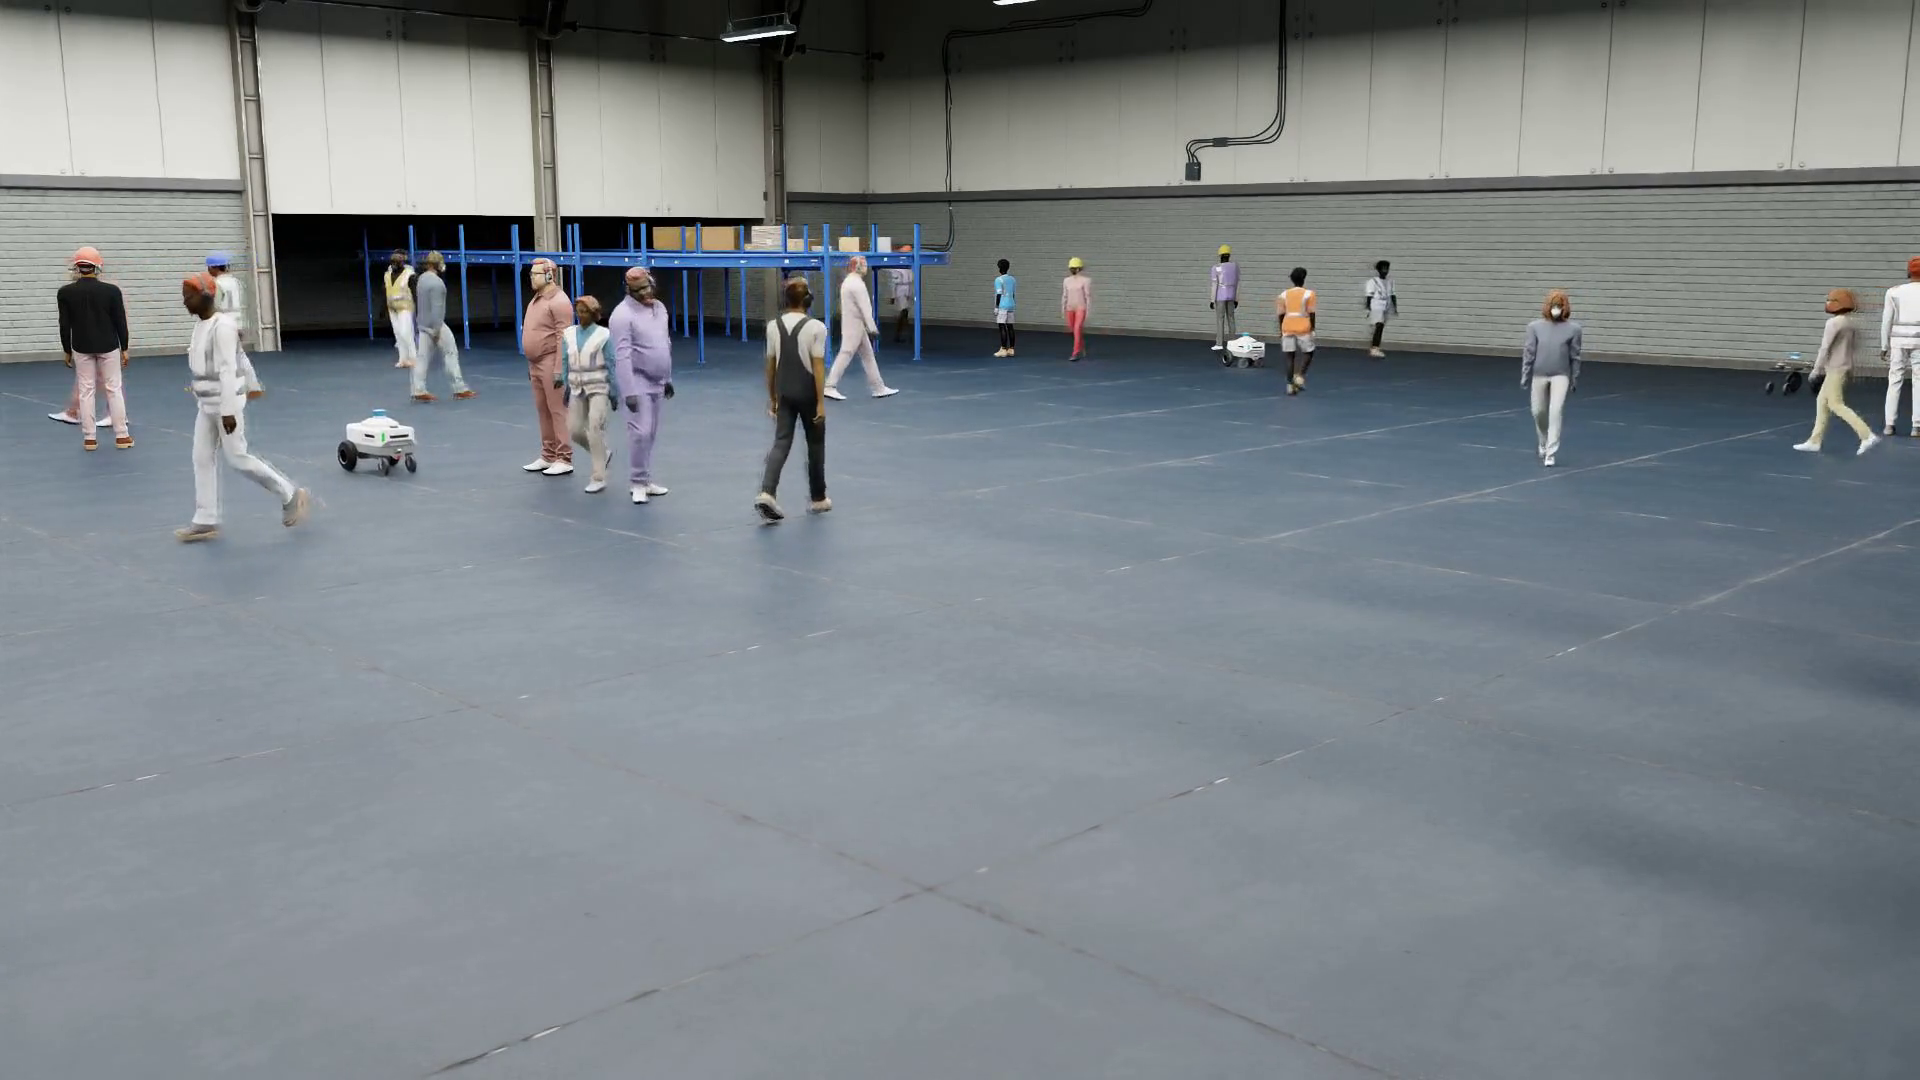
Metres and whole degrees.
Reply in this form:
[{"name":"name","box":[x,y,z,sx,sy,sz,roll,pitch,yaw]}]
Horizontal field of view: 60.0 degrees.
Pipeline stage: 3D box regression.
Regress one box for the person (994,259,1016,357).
[{"name":"person","box":[0.775,-4.056,29.078,0.317,1.696,0.540,8,13,36]}]

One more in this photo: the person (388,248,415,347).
[{"name":"person","box":[-10.622,-4.610,31.670,0.513,1.861,0.315,-6,12,-30]}]

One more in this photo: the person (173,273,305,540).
[{"name":"person","box":[-5.139,-0.951,11.722,0.598,1.859,0.836,10,14,44]}]

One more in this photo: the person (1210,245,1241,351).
[{"name":"person","box":[4.880,-4.465,30.685,0.585,1.927,0.366,-4,11,-21]}]

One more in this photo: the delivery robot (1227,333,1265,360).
[{"name":"delivery robot","box":[4.626,-3.108,26.891,0.477,0.478,0.707,-4,11,-21]}]

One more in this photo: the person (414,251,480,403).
[{"name":"person","box":[-6.608,-2.716,21.231,0.929,1.899,0.646,-9,14,-40]}]

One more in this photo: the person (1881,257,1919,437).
[{"name":"person","box":[10.092,-2.052,17.653,0.576,1.881,0.354,8,13,38]}]

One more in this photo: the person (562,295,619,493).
[{"name":"person","box":[-3.042,-1.228,13.852,0.523,1.620,0.471,4,11,23]}]

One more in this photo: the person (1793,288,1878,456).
[{"name":"person","box":[8.553,-1.630,16.115,0.745,1.604,0.500,10,14,43]}]

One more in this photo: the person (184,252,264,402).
[{"name":"person","box":[-9.396,-2.696,21.141,1.011,1.891,0.609,-1,10,-8]}]

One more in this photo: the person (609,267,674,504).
[{"name":"person","box":[-2.531,-1.237,13.277,0.473,1.865,0.715,4,11,22]}]

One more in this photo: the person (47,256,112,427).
[{"name":"person","box":[-9.701,-2.177,18.332,0.804,1.873,0.675,-4,11,-22]}]

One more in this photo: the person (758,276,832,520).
[{"name":"person","box":[-1.246,-1.065,12.472,0.518,1.816,0.908,4,11,22]}]

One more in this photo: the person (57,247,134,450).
[{"name":"person","box":[-8.573,-1.899,16.508,0.609,1.996,0.379,-3,11,-18]}]

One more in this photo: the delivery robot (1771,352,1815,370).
[{"name":"delivery robot","box":[11.270,-2.419,22.424,0.698,0.223,0.335,-4,11,-22]}]

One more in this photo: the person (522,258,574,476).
[{"name":"person","box":[-3.680,-1.543,14.797,0.409,1.913,0.642,-8,13,-38]}]

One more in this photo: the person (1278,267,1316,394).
[{"name":"person","box":[4.505,-2.794,22.209,0.558,1.681,0.379,7,13,35]}]

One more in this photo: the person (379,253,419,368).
[{"name":"person","box":[-8.954,-3.669,26.629,0.646,1.824,0.456,5,12,25]}]

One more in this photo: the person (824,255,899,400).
[{"name":"person","box":[-1.323,-2.739,21.487,1.020,1.853,0.635,-2,11,-9]}]

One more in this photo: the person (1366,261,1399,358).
[{"name":"person","box":[7.309,-3.965,28.655,0.549,1.667,0.694,-6,12,-30]}]

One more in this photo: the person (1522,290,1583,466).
[{"name":"person","box":[5.533,-1.529,15.531,0.504,1.612,0.658,6,12,28]}]

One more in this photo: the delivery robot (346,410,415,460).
[{"name":"delivery robot","box":[-5.248,-0.938,15.056,0.707,0.478,0.477,10,14,42]}]

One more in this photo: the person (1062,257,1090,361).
[{"name":"person","box":[2.002,-3.931,28.281,0.526,1.748,0.614,7,12,32]}]

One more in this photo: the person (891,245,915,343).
[{"name":"person","box":[-1.007,-4.814,32.651,0.561,1.895,0.963,-9,14,-41]}]
